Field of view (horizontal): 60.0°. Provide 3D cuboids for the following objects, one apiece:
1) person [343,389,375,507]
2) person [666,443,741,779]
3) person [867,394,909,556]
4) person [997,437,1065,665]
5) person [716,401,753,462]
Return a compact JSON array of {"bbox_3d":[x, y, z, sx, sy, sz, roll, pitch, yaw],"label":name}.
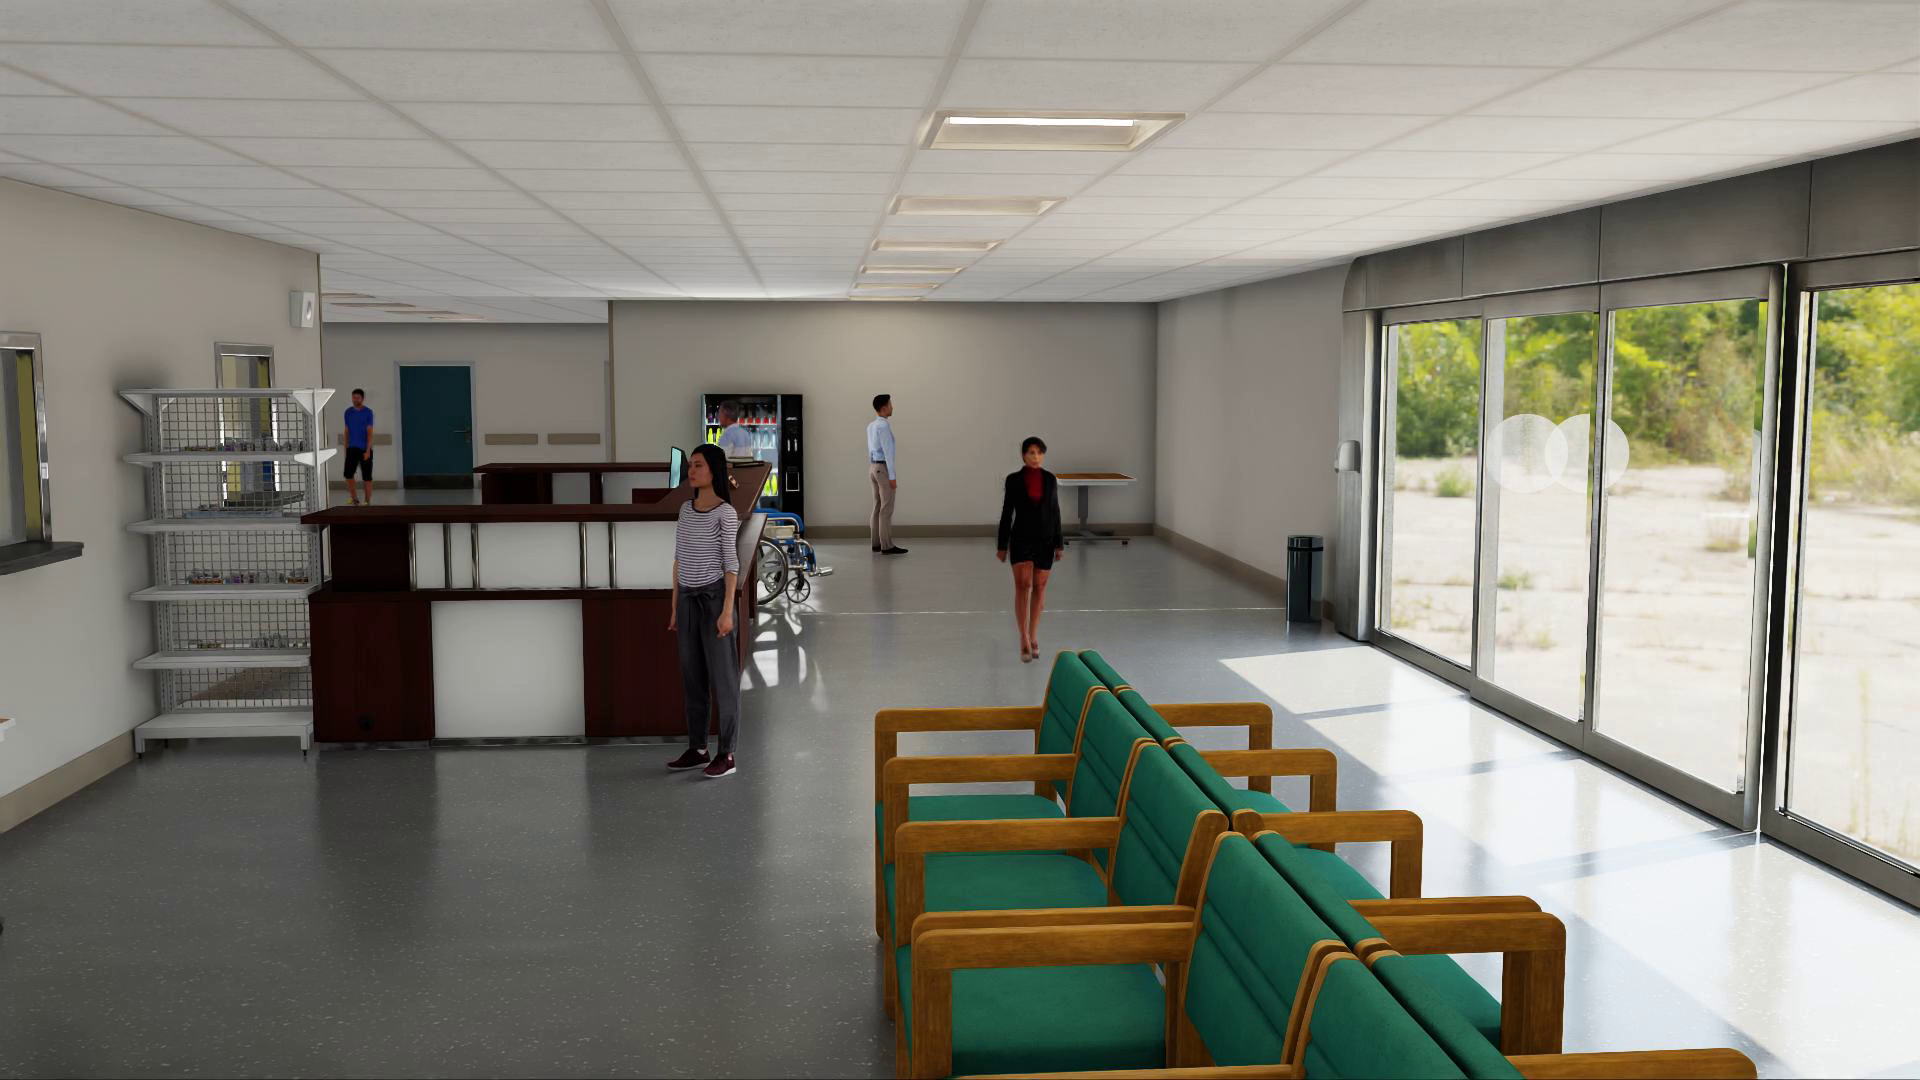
[{"bbox_3d":[-9.062,-1.363,25.229,0.634,1.845,0.703,0,6,4],"label":"person"},{"bbox_3d":[-1.314,0.358,8.671,0.661,1.734,0.730,4,7,37],"label":"person"},{"bbox_3d":[-0.888,-0.765,19.264,0.737,1.848,0.732,-3,6,-27],"label":"person"},{"bbox_3d":[0.499,0.073,12.072,0.715,1.621,0.712,-1,6,-13],"label":"person"},{"bbox_3d":[-2.170,-0.460,16.415,0.820,1.811,0.813,2,6,20],"label":"person"}]
